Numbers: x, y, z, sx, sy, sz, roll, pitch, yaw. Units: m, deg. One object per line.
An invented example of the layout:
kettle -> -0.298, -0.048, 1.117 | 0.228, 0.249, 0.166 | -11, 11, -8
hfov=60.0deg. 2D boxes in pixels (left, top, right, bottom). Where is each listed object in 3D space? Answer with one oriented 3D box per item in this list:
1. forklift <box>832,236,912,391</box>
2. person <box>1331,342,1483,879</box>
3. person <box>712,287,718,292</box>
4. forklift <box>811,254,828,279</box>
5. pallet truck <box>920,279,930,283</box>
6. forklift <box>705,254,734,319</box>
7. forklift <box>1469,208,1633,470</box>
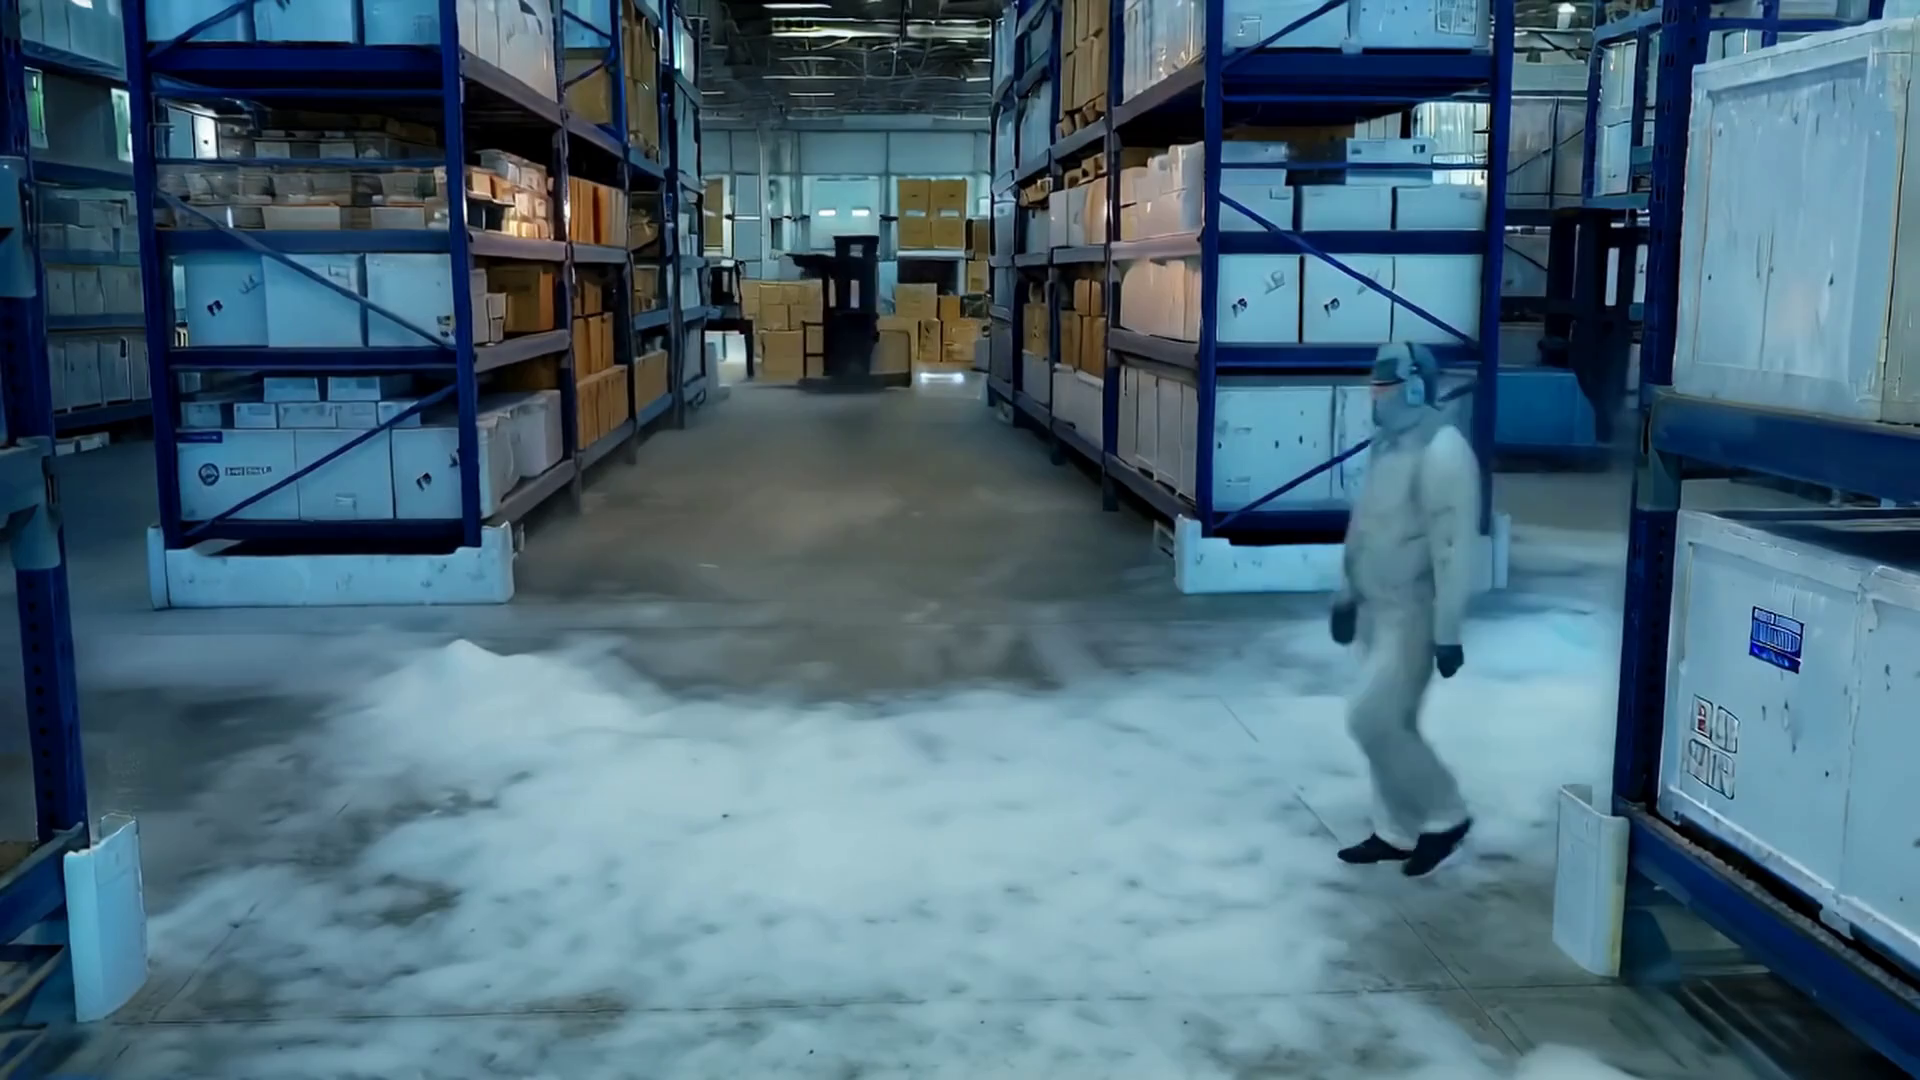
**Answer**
forklift -> -1.891, -4.182, 30.587 | 1.873, 2.768, 1.129 | -8, 12, -41
person -> 1.534, 0.252, 5.848 | 0.427, 1.888, 0.648 | -1, 9, -3
person -> -9.115, -8.607, 62.080 | 0.538, 1.696, 0.317 | 1, 9, 7
forklift -> -4.762, -8.277, 56.301 | 1.873, 2.768, 1.129 | -3, 10, -21
pallet truck -> -0.932, -8.922, 63.114 | 1.885, 1.965, 0.823 | 2, 9, 13
forklift -> -8.230, -8.396, 57.051 | 1.129, 2.768, 1.873 | -1, 9, -4
forklift -> 6.661, -2.202, 18.158 | 1.873, 2.768, 1.129 | -1, 9, -4
